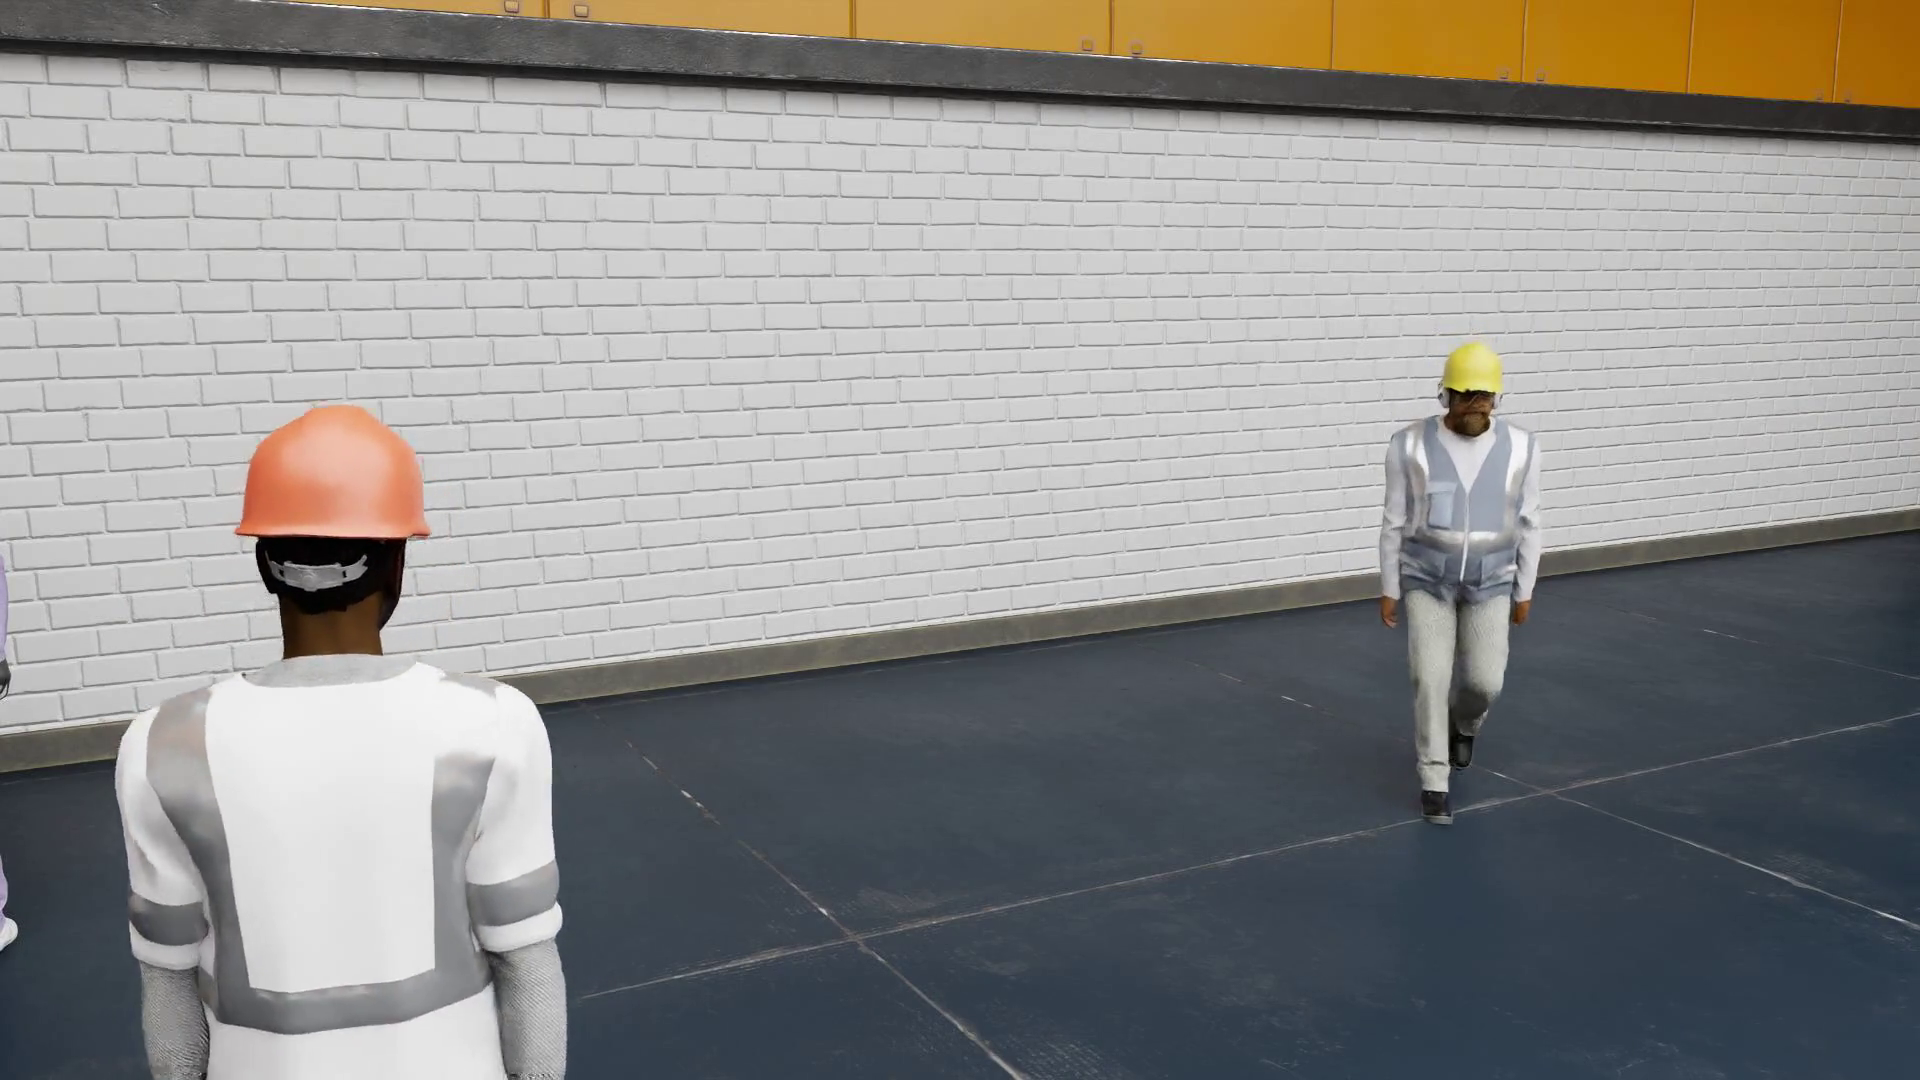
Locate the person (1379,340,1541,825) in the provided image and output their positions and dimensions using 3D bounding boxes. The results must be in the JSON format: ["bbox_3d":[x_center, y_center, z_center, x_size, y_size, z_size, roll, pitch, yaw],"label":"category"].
[{"bbox_3d":[1.890,0.136,6.342,0.592,1.807,0.625,2,10,9],"label":"person"}]

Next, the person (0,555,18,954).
[{"bbox_3d":[-3.125,0.348,4.847,0.639,1.901,0.406,-6,11,-30],"label":"person"}]

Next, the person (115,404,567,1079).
[{"bbox_3d":[-0.820,0.778,2.291,0.549,1.929,0.494,-2,10,-14],"label":"person"}]
